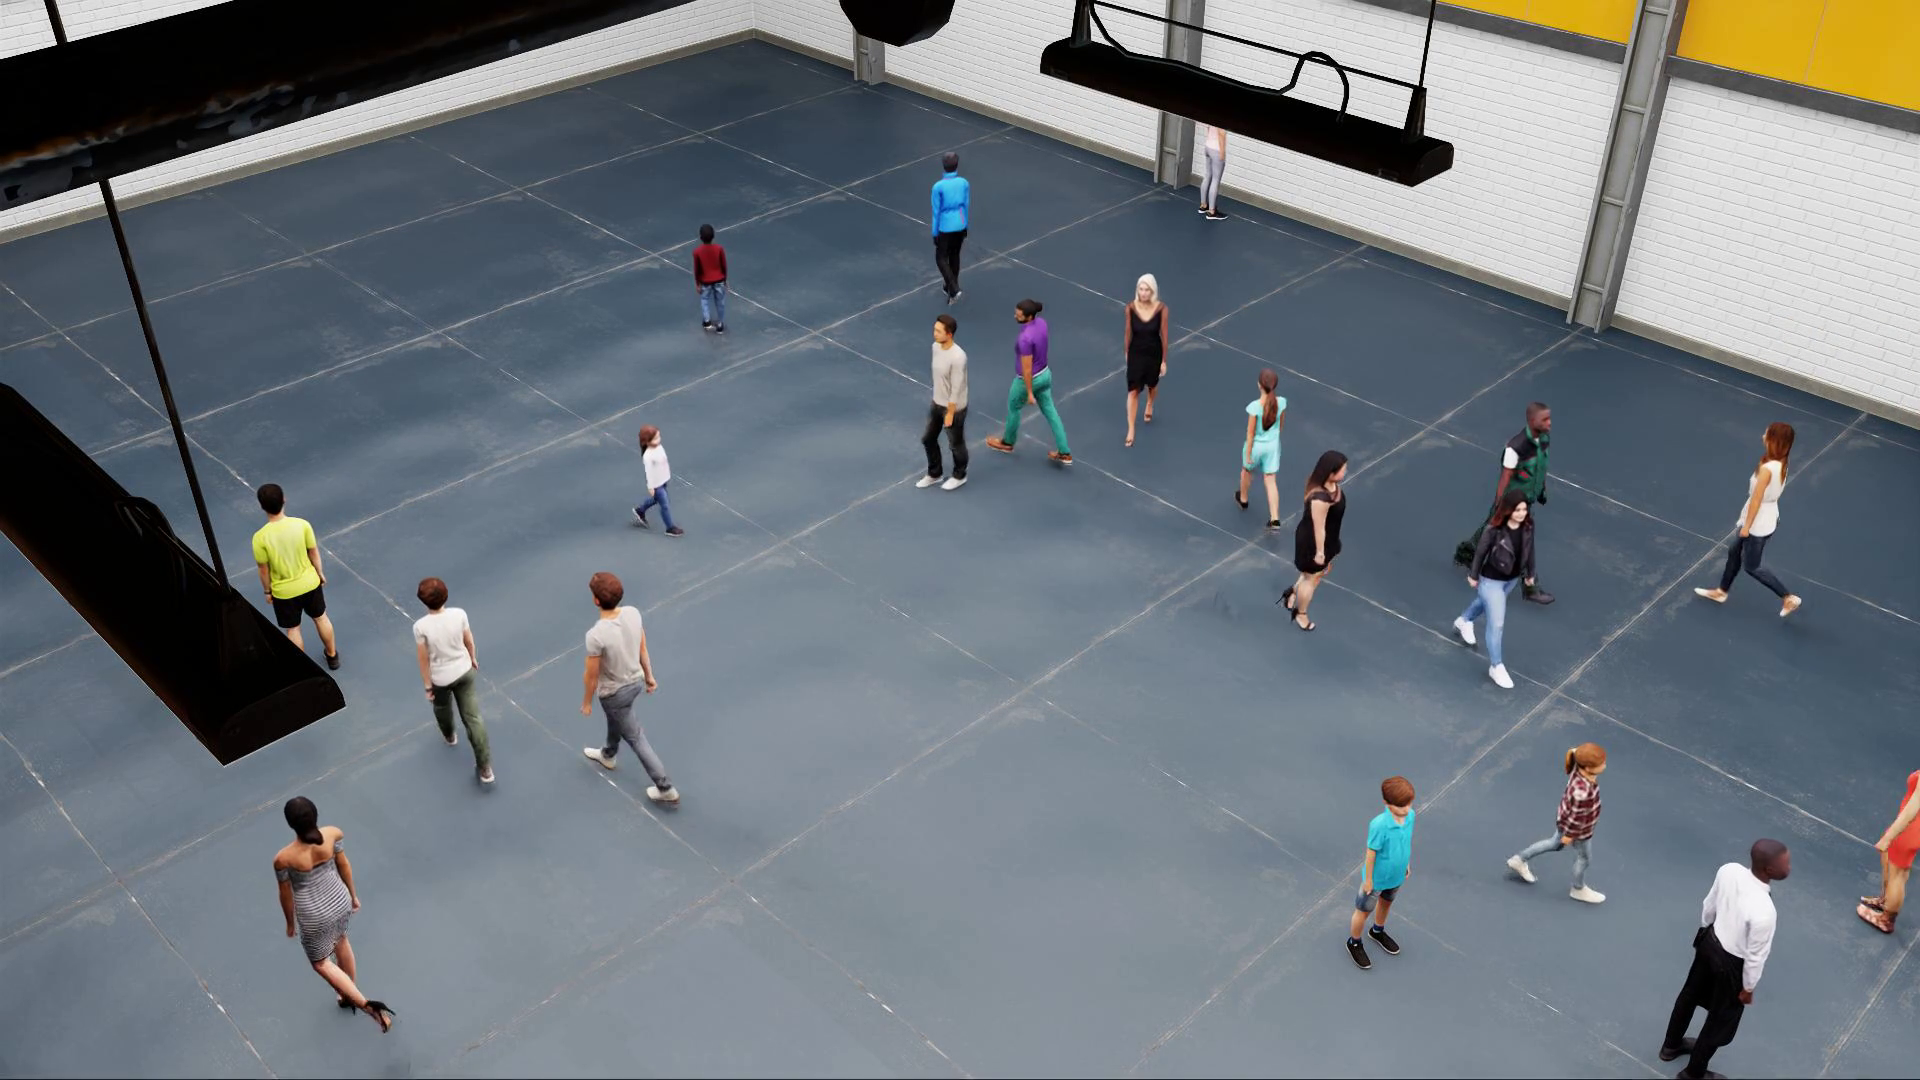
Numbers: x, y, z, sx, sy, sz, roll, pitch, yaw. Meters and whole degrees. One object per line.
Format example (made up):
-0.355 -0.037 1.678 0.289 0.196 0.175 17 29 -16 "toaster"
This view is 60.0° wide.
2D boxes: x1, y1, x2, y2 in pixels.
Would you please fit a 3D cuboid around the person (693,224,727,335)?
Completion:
-2.711 -2.832 18.200 0.592 1.247 0.623 -8 35 -12 "person"

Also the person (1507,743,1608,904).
4.037 1.860 11.101 0.963 1.291 0.769 11 35 16 "person"

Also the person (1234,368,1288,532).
2.745 -0.790 14.872 0.933 1.529 1.108 -6 34 -9 "person"

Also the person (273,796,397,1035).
-3.764 2.299 9.977 0.930 1.806 0.657 25 41 32 "person"

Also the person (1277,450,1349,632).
2.811 -0.001 13.526 0.876 1.706 0.830 6 34 9 "person"

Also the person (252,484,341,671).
-5.214 0.326 13.034 0.650 1.706 0.576 -21 39 -29 "person"

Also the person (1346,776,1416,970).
2.707 2.088 10.615 0.564 1.449 0.551 -18 38 -25 "person"

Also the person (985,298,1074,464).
0.773 -1.469 15.725 1.208 1.717 0.798 21 39 28 "person"

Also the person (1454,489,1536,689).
4.234 0.281 13.207 0.948 1.590 1.194 -11 35 -16 "person"

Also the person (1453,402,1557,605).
4.616 -0.378 14.014 1.185 1.794 0.688 28 43 36 "person"

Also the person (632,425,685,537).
-2.757 -0.547 14.898 0.800 1.097 0.654 9 35 13 "person"

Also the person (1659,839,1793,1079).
4.474 2.454 9.717 0.778 1.834 0.672 -6 34 -9 "person"

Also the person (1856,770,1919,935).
6.197 1.908 10.649 0.658 1.713 0.632 -20 38 -27 "person"

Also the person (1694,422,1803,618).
6.654 -0.108 13.641 1.081 1.758 0.701 22 39 29 "person"

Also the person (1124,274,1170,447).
1.845 -1.812 16.260 1.099 1.695 1.019 9 35 13 "person"

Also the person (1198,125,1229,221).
3.206 -4.905 20.885 0.703 1.726 0.603 -9 35 -13 "person"

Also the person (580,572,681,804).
-2.335 1.090 11.751 1.260 1.853 0.874 19 38 26 "person"

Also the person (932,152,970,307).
-0.071 -3.457 18.661 0.803 1.778 1.005 -14 36 -20 "person"

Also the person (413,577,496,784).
-3.647 1.042 12.045 0.782 1.609 1.193 -19 38 -26 "person"

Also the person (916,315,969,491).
-0.024 -1.277 15.362 0.753 1.799 0.693 -23 40 -31 "person"
